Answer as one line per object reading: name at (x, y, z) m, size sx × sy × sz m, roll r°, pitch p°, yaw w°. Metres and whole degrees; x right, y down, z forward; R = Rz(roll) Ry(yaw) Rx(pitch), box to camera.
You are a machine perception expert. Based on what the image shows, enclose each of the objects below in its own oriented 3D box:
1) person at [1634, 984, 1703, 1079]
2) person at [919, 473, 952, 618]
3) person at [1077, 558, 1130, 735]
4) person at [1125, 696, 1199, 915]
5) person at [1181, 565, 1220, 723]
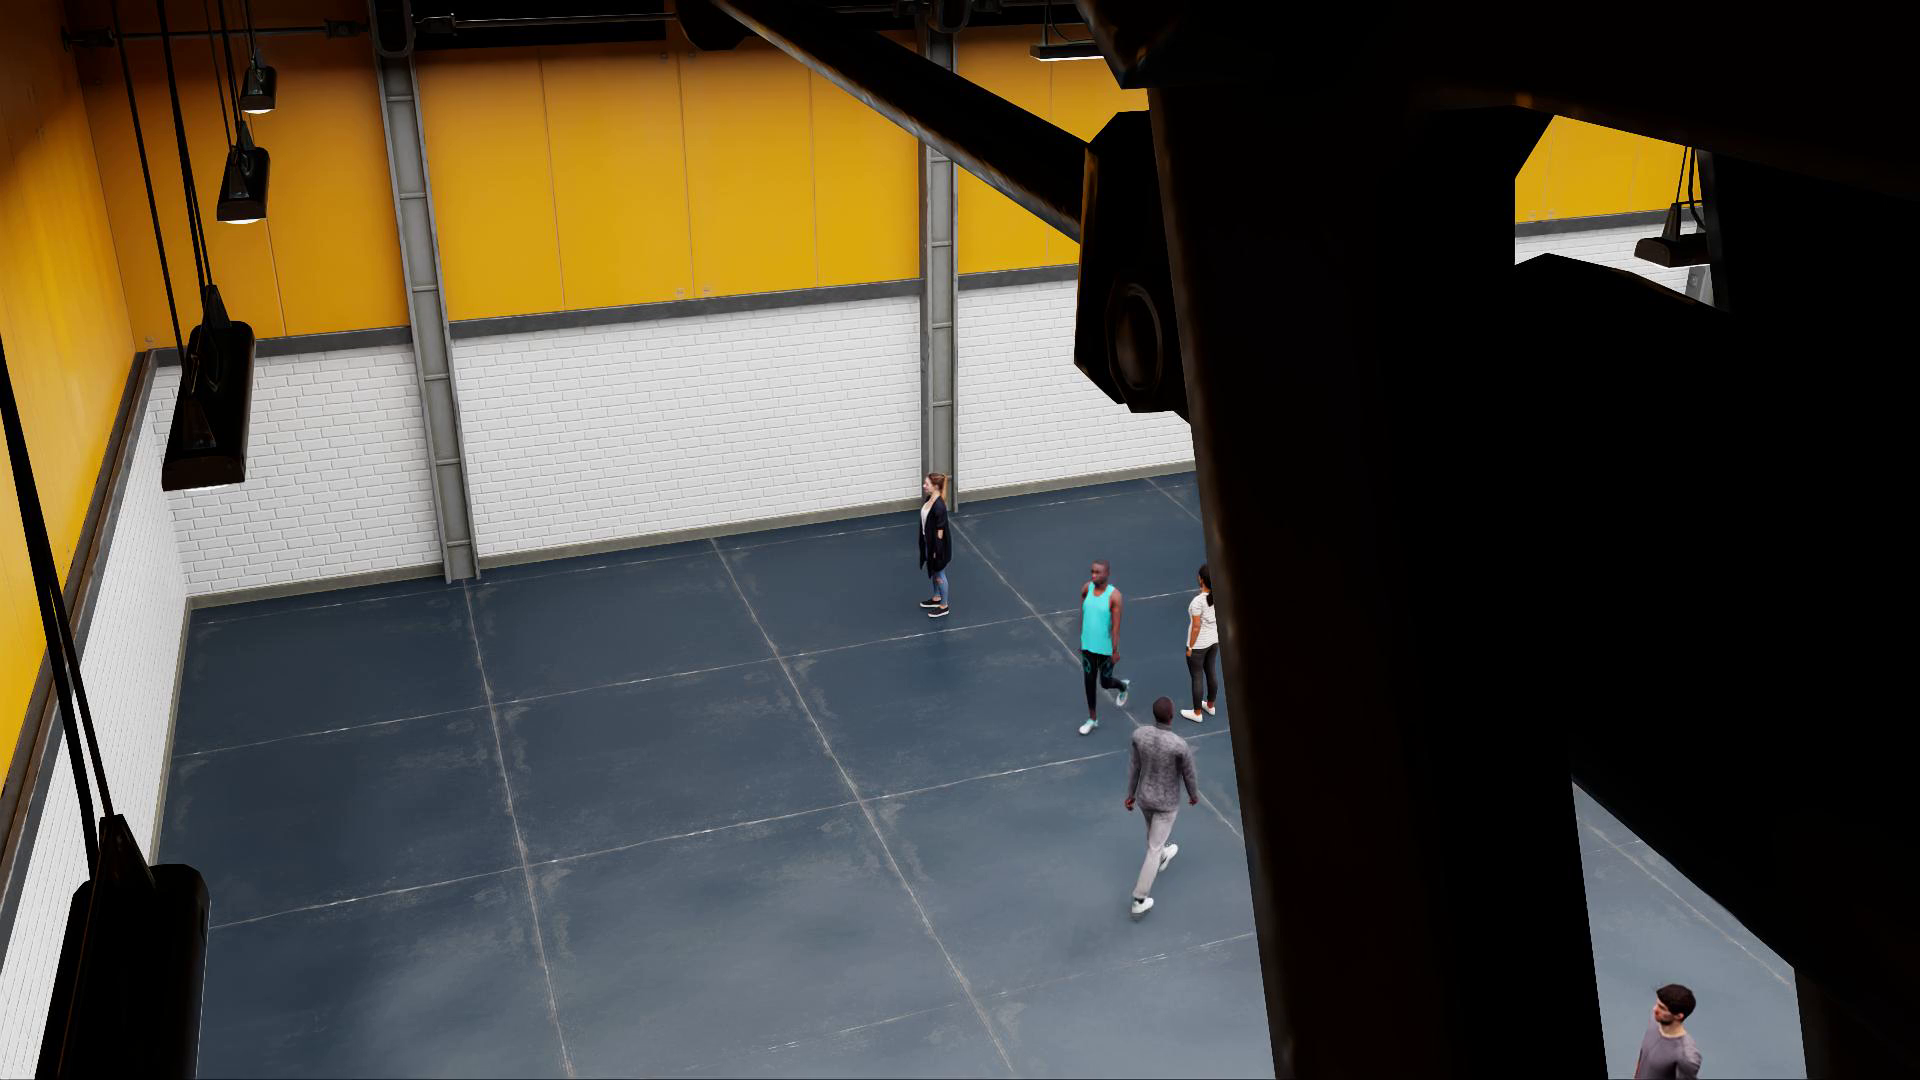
person at (4.344, 3.525, 10.319) m, size 0.649 × 1.847 × 0.726 m, roll -1°, pitch 24°, yaw -3°
person at (-0.265, 0.038, 18.499) m, size 0.555 × 1.683 × 0.631 m, roll -7°, pitch 25°, yaw -16°
person at (1.405, 0.999, 16.166) m, size 0.910 × 1.791 × 1.050 m, roll 17°, pitch 29°, yaw 33°
person at (1.563, 2.174, 13.482) m, size 1.148 × 1.788 × 1.297 m, roll 15°, pitch 28°, yaw 31°
person at (2.396, 1.001, 16.343) m, size 0.577 × 1.646 × 0.701 m, roll -19°, pitch 30°, yaw -37°
